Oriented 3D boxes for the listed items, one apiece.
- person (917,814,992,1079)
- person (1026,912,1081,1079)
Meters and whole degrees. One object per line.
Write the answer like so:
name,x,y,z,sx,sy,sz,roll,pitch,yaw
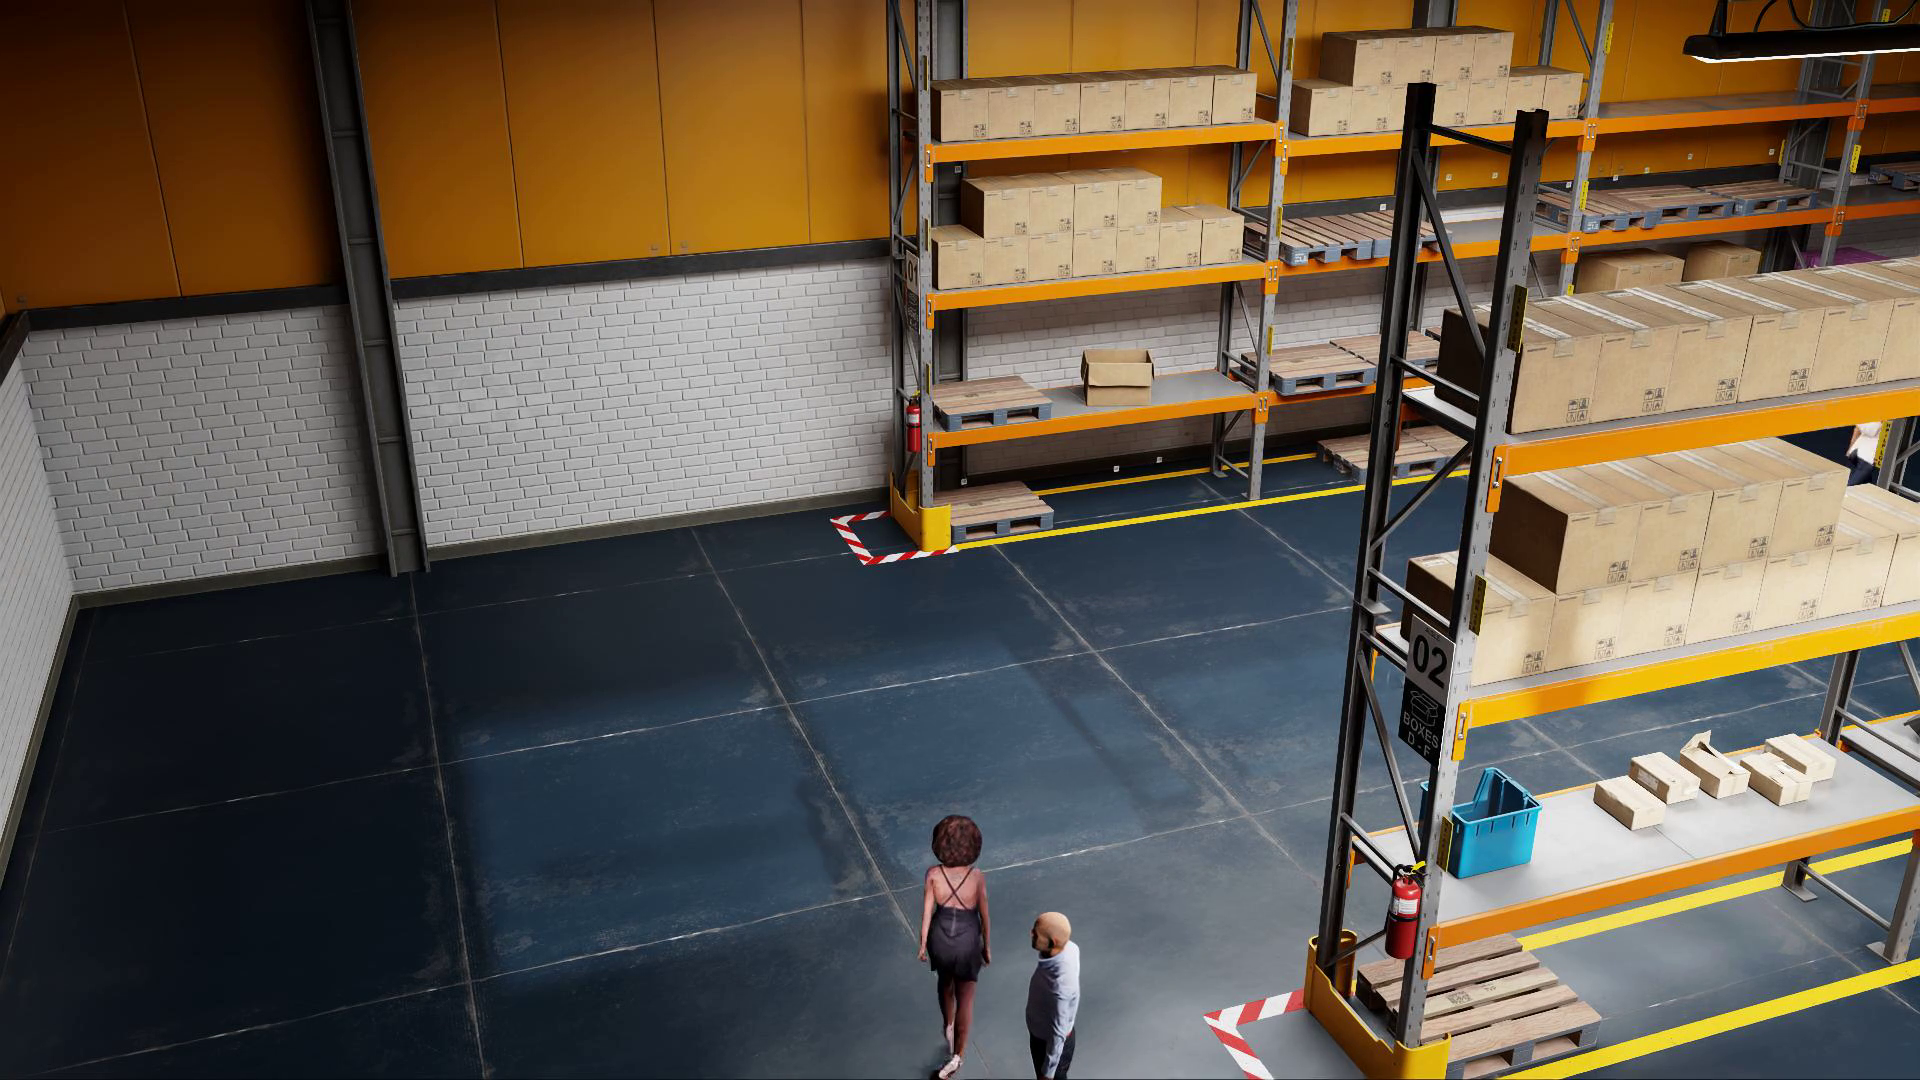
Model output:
person,-0.052,2.558,10.145,1.059,1.757,1.014,3,24,8
person,0.517,2.859,9.412,0.703,1.792,0.717,1,24,2
